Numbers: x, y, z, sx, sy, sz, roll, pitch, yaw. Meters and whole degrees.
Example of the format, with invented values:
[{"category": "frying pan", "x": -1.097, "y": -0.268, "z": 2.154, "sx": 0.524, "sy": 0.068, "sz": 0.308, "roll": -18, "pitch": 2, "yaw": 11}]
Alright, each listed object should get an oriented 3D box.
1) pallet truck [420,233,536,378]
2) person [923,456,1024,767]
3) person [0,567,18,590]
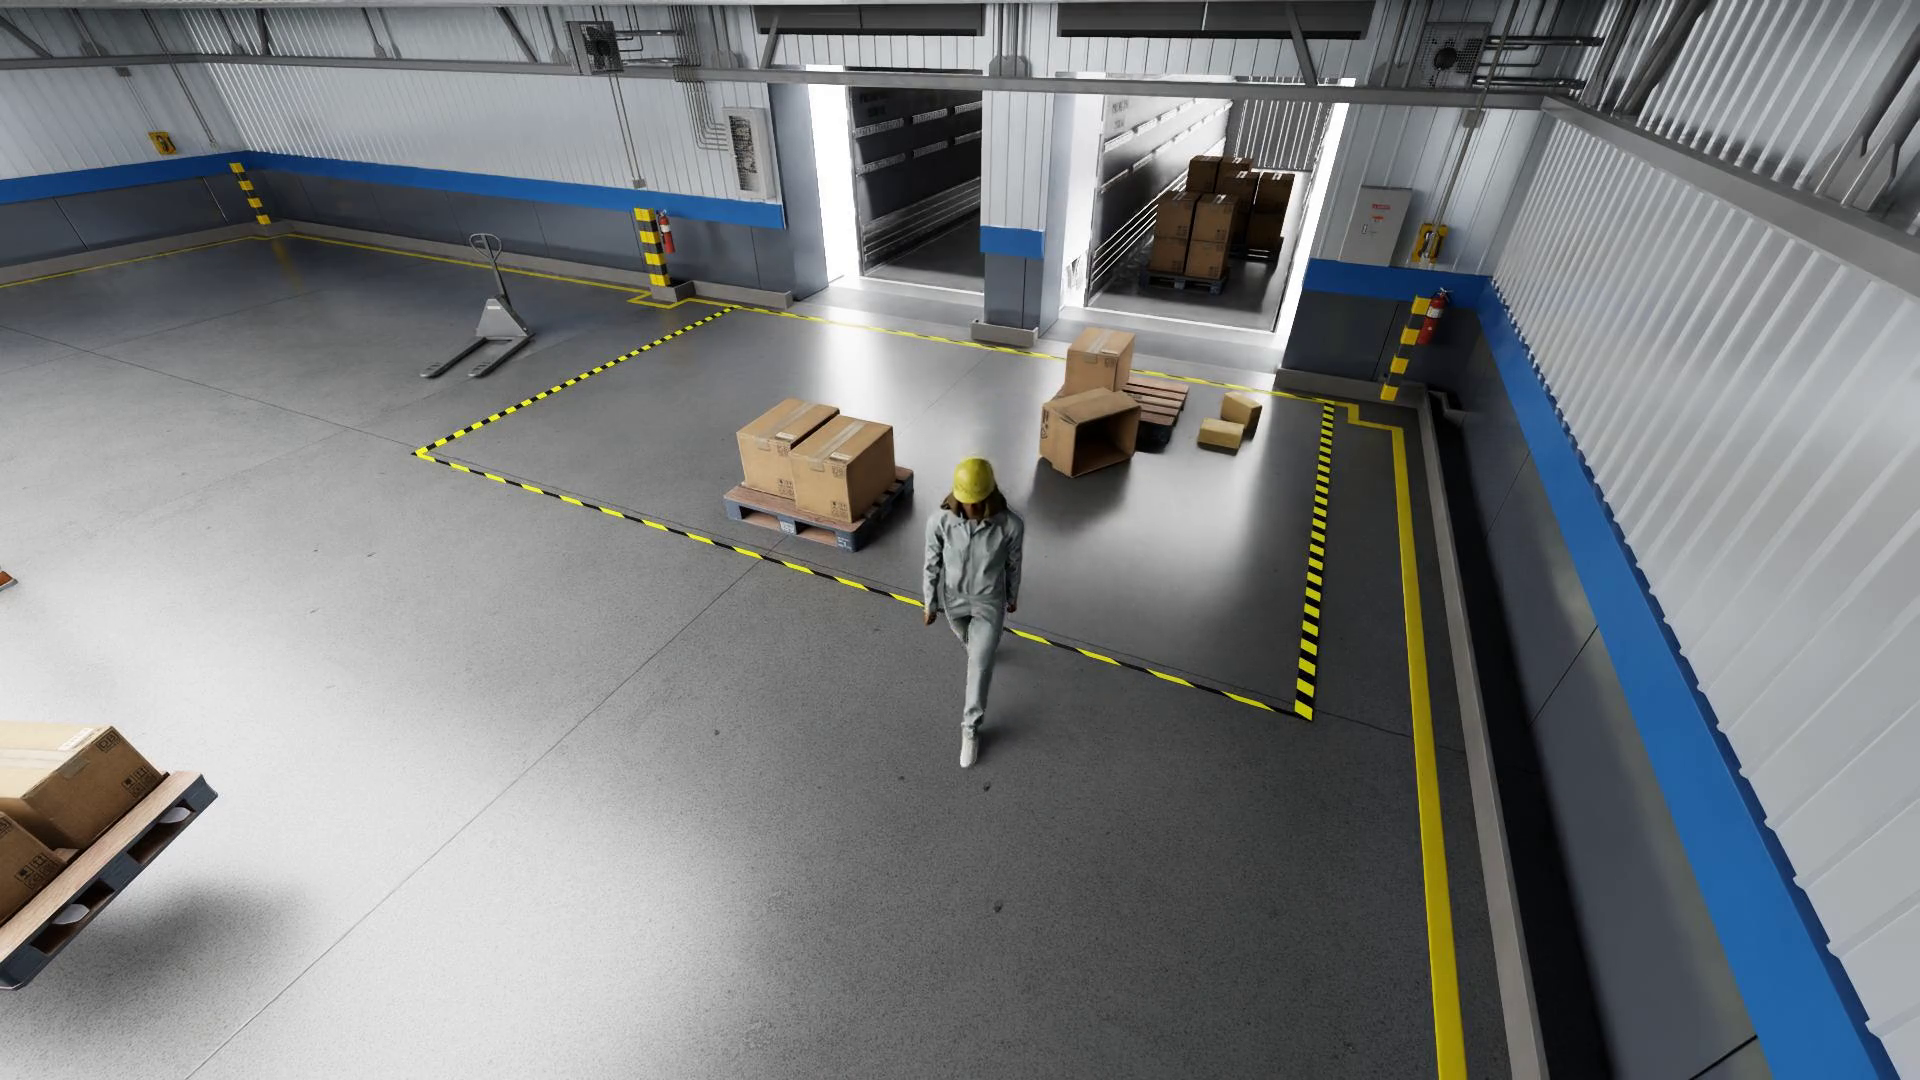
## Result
[{"category": "pallet truck", "x": -5.664, "y": -2.712, "z": 8.427, "sx": 0.680, "sy": 1.201, "sz": 1.601, "roll": 0, "pitch": 35, "yaw": -1}, {"category": "person", "x": 0.066, "y": 0.289, "z": 3.821, "sx": 0.492, "sy": 1.690, "sz": 0.914, "roll": 6, "pitch": 36, "yaw": 8}, {"category": "person", "x": -6.919, "y": -0.440, "z": 4.627, "sx": 0.616, "sy": 1.945, "sz": 0.394, "roll": 16, "pitch": 39, "yaw": 21}]
